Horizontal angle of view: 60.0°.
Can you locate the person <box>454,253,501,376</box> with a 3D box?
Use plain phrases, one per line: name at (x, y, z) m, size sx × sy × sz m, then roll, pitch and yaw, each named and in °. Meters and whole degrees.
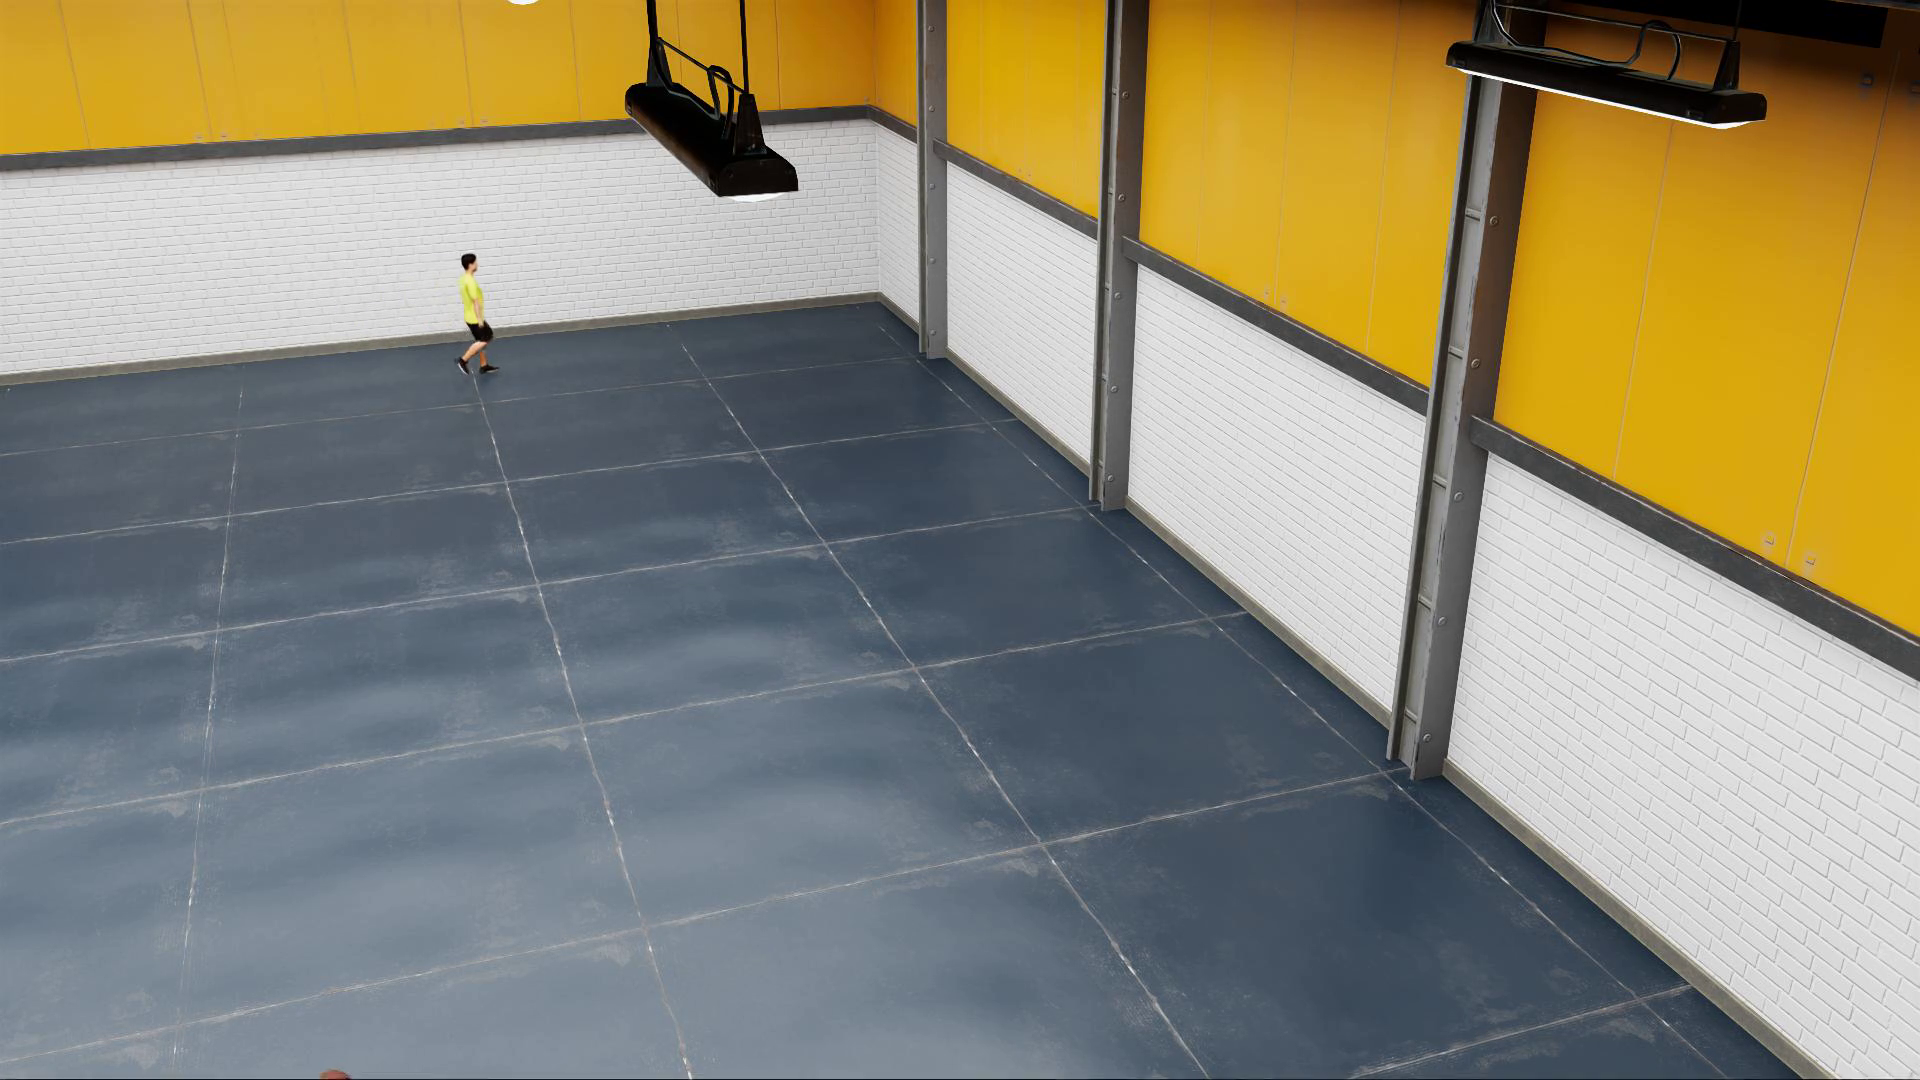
person at (-6.665, -3.037, 22.625) m, size 0.783 × 1.698 × 0.843 m, roll -13°, pitch 27°, yaw -28°
